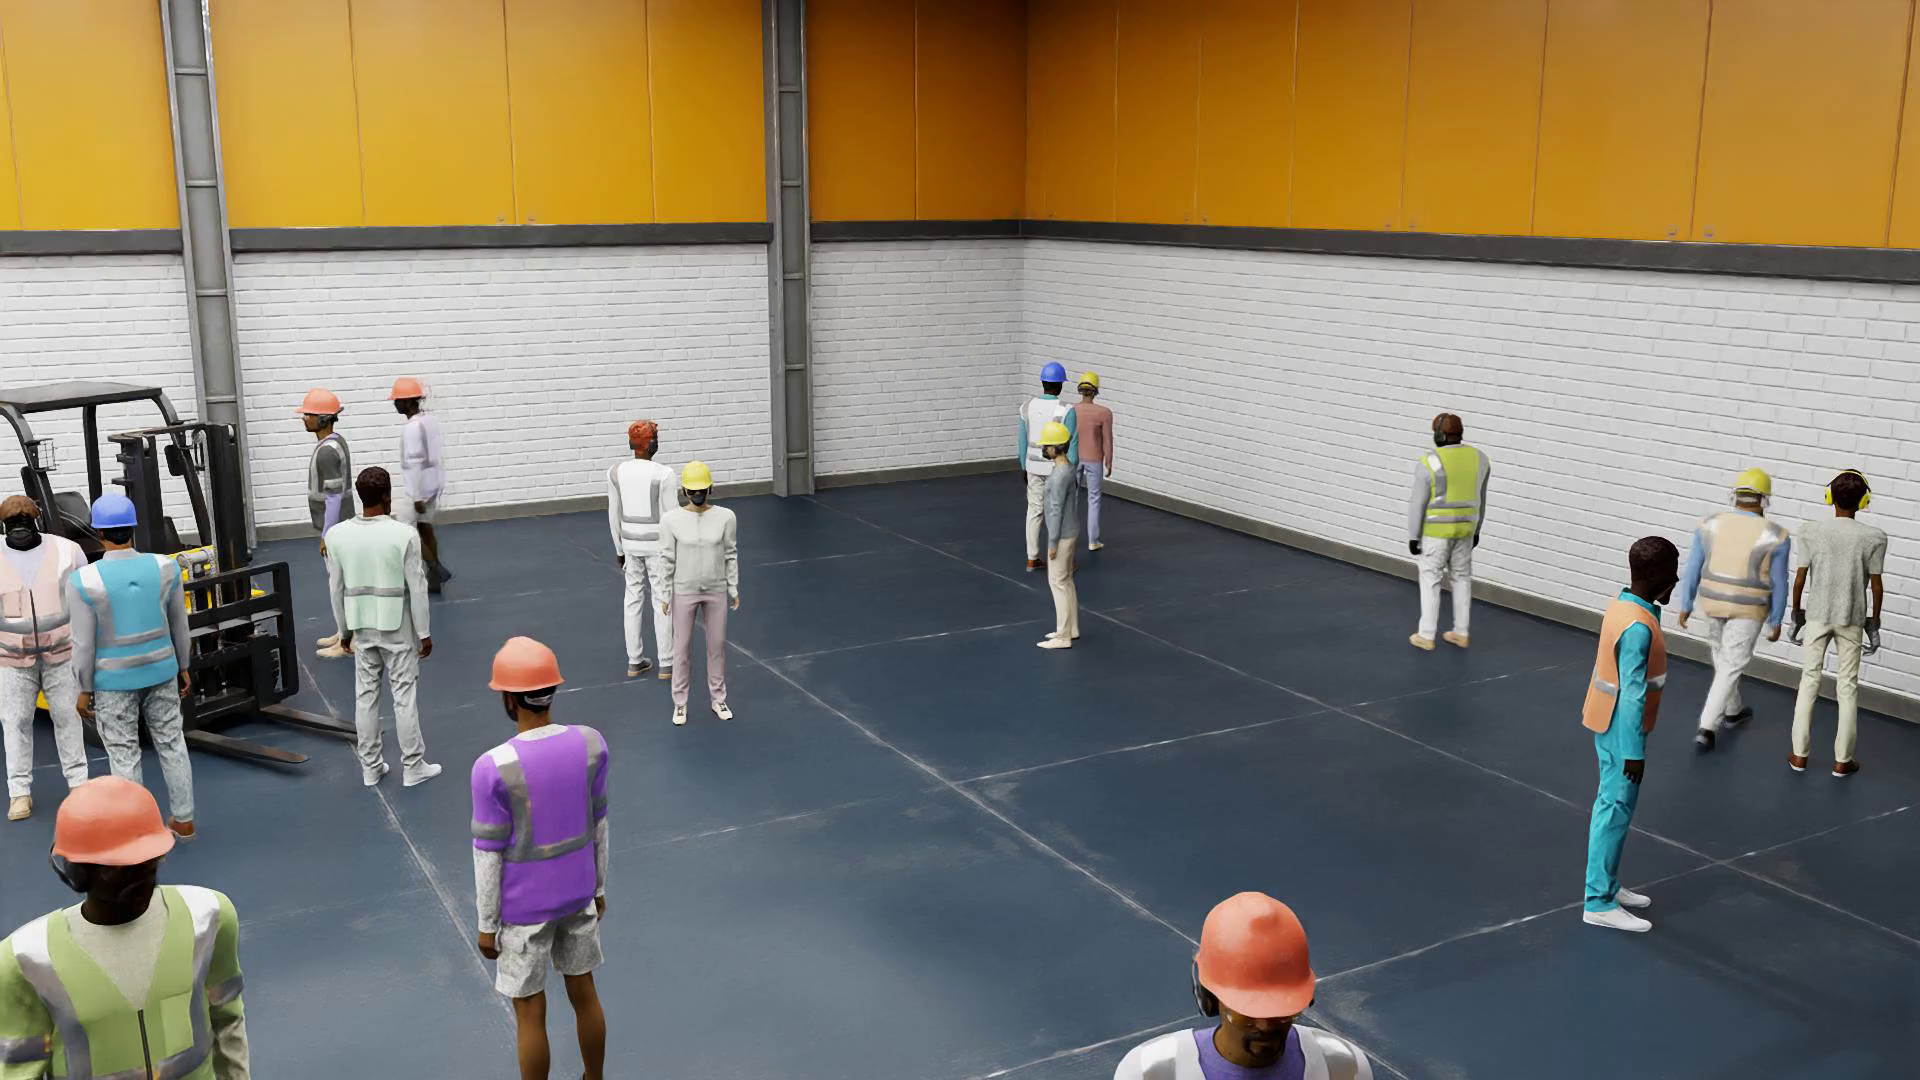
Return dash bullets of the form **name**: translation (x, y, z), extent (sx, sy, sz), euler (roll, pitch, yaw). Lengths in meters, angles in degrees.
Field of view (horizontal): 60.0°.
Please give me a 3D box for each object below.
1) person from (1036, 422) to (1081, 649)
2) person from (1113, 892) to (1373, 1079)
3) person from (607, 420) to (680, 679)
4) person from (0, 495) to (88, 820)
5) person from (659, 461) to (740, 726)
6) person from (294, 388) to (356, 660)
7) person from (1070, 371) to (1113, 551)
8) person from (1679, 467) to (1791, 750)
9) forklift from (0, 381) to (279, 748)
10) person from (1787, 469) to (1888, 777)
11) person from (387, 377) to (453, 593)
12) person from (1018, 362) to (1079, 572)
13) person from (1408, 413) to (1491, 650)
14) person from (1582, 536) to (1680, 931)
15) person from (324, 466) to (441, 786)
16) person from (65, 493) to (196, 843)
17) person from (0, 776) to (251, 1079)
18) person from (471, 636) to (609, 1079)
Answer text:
- **person**: translation (0.751, -0.034, 12.798), extent (0.343, 1.761, 0.531), euler (3, 12, 13)
- **person**: translation (0.631, 1.752, 3.744), extent (0.606, 2.044, 0.374), euler (-2, 12, -10)
- **person**: translation (-2.247, 0.071, 12.004), extent (0.575, 1.882, 0.355), euler (4, 13, 19)
- **person**: translation (-5.215, 0.649, 9.389), extent (0.633, 1.841, 0.429), euler (-7, 14, -31)
- **person**: translation (-1.712, 0.348, 10.982), extent (0.533, 1.767, 0.326), euler (-4, 13, -20)
- **person**: translation (-4.748, -0.125, 12.534), extent (0.370, 2.048, 0.607), euler (-4, 13, -17)
- **person**: translation (1.237, -0.768, 16.241), extent (0.531, 1.755, 0.343), euler (4, 13, 16)
- **person**: translation (4.931, 0.421, 10.605), extent (0.939, 1.785, 0.606), euler (-10, 15, -38)
- **forklift**: translation (-5.853, 0.085, 11.199), extent (2.313, 2.155, 1.214), euler (7, 14, 28)
- **person**: translation (5.281, 0.497, 10.033), extent (0.509, 1.872, 0.328), euler (7, 14, 31)
- **person**: translation (-4.700, -0.455, 14.389), extent (0.398, 1.924, 0.546), euler (0, 12, 0)
- **person**: translation (0.826, -0.656, 15.255), extent (0.615, 1.945, 0.405), euler (8, 15, 35)
- **person**: translation (3.720, -0.062, 12.754), extent (0.645, 1.830, 0.430), euler (-3, 12, -15)
- **person**: translation (3.193, 0.915, 7.991), extent (0.397, 1.911, 0.587), euler (4, 13, 18)
- **person**: translation (-3.411, 0.519, 9.818), extent (0.588, 1.920, 0.392), euler (1, 12, 7)
- **person**: translation (-4.396, 0.713, 8.838), extent (0.404, 1.945, 0.615), euler (10, 16, 40)
- **person**: translation (-2.177, 1.605, 4.431), extent (0.615, 2.044, 0.371), euler (-11, 16, -41)
- **person**: translation (-1.546, 1.301, 6.130), extent (0.388, 1.930, 0.544), euler (11, 16, 42)
